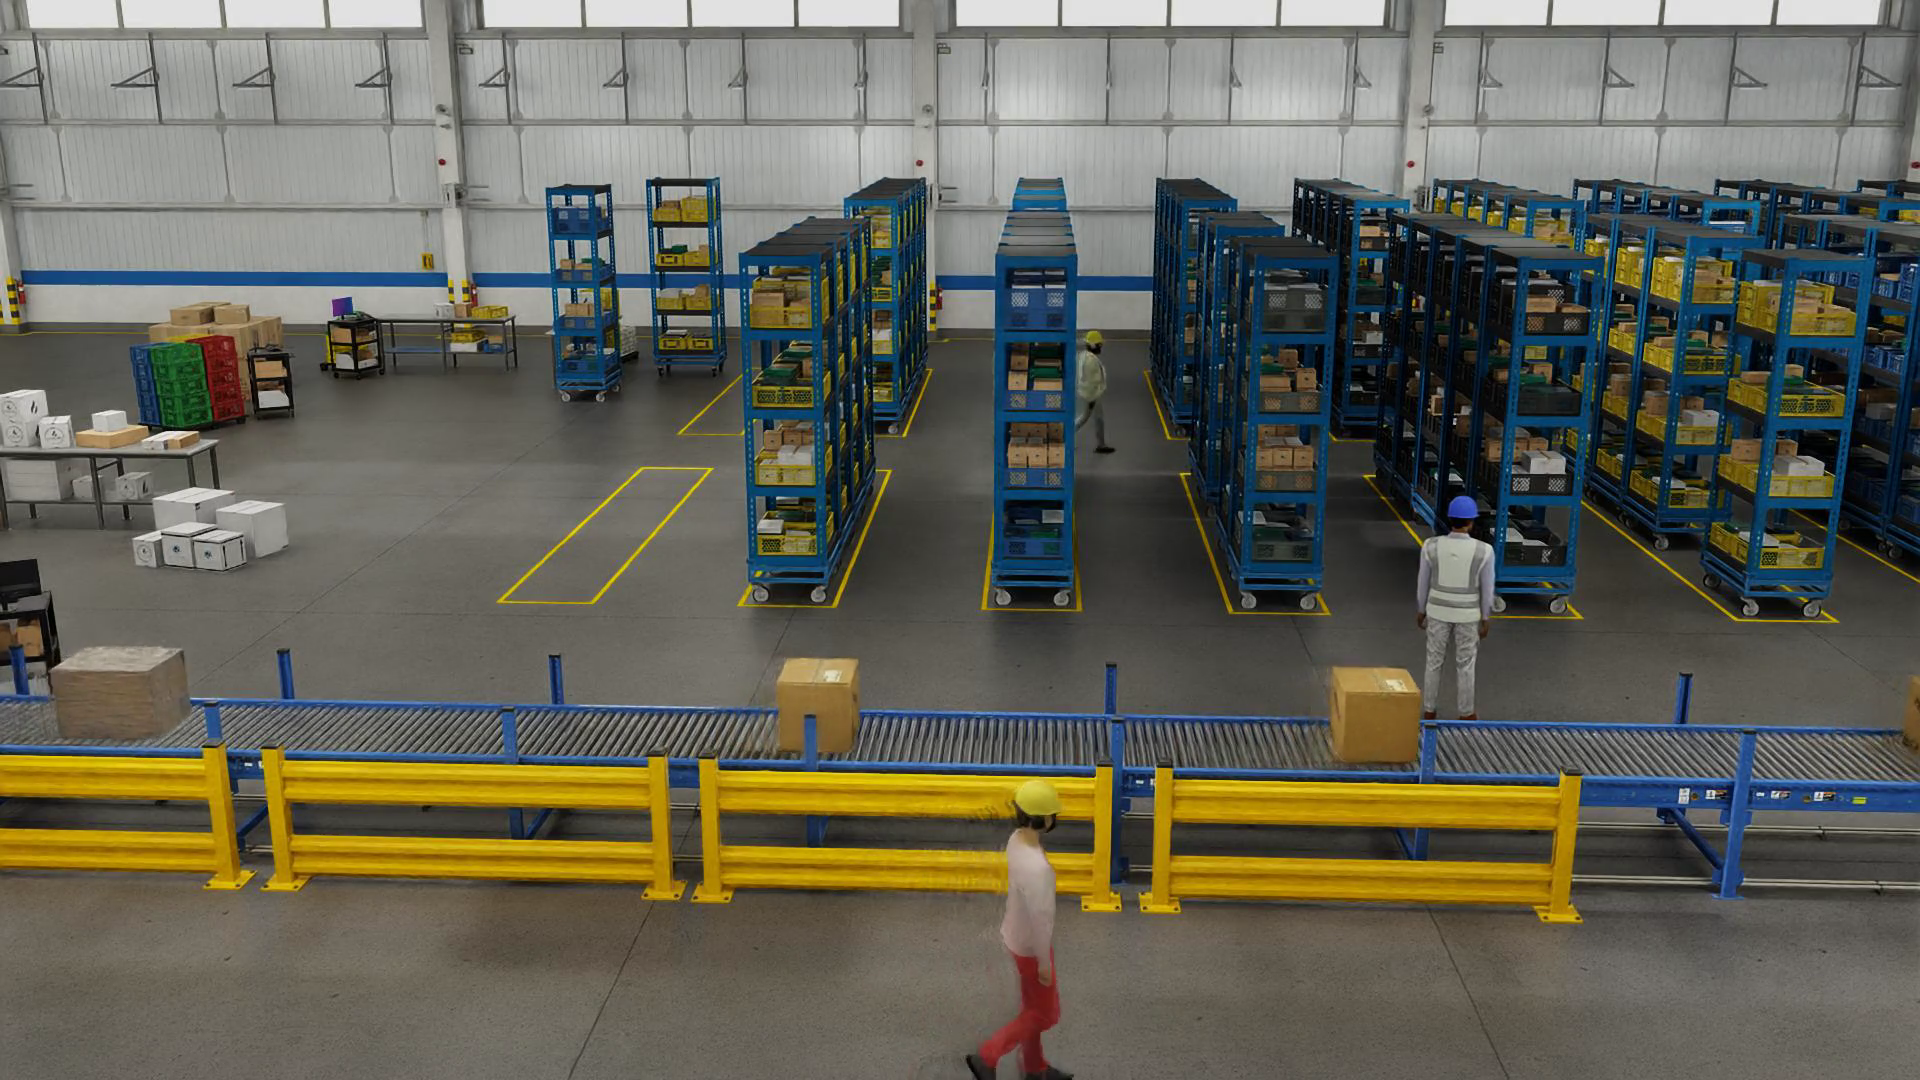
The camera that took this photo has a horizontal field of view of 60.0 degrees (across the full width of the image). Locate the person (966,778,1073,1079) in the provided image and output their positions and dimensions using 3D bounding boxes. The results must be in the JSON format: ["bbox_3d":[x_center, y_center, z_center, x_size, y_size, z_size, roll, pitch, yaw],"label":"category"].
[{"bbox_3d":[0.331,2.060,8.557,0.499,1.752,0.546,-2,15,-8],"label":"person"}]

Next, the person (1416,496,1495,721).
[{"bbox_3d":[4.048,0.595,13.645,0.605,1.944,0.402,7,17,24],"label":"person"}]

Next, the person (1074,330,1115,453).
[{"bbox_3d":[1.847,-2.137,24.037,0.758,1.812,0.594,-3,15,-9],"label":"person"}]
